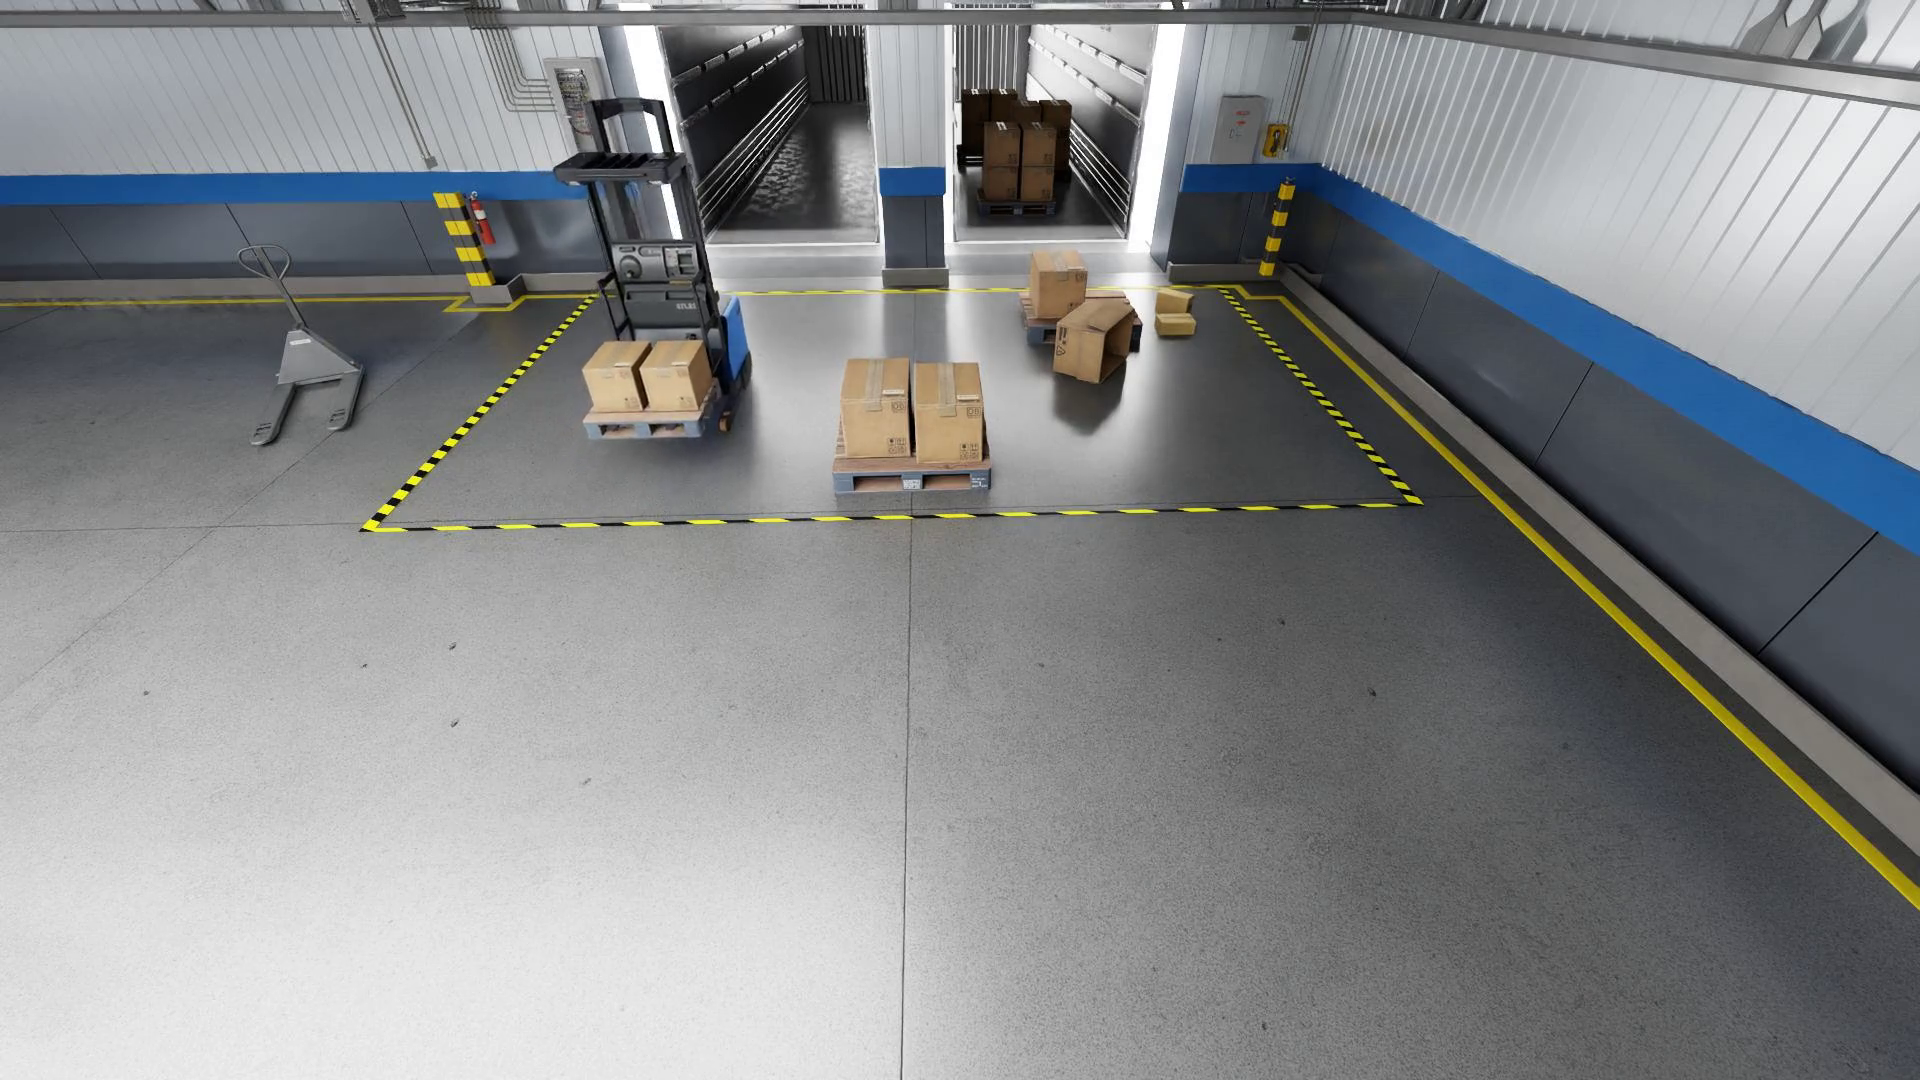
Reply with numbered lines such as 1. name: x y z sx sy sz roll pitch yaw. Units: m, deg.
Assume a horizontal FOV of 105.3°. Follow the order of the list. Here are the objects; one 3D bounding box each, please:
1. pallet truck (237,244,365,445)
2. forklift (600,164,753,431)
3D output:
1. pallet truck: -5.915 -1.733 6.366 0.680 1.201 1.601 -18 42 -21
2. forklift: -2.400 -2.218 6.333 0.716 2.013 0.776 -1 38 -2
